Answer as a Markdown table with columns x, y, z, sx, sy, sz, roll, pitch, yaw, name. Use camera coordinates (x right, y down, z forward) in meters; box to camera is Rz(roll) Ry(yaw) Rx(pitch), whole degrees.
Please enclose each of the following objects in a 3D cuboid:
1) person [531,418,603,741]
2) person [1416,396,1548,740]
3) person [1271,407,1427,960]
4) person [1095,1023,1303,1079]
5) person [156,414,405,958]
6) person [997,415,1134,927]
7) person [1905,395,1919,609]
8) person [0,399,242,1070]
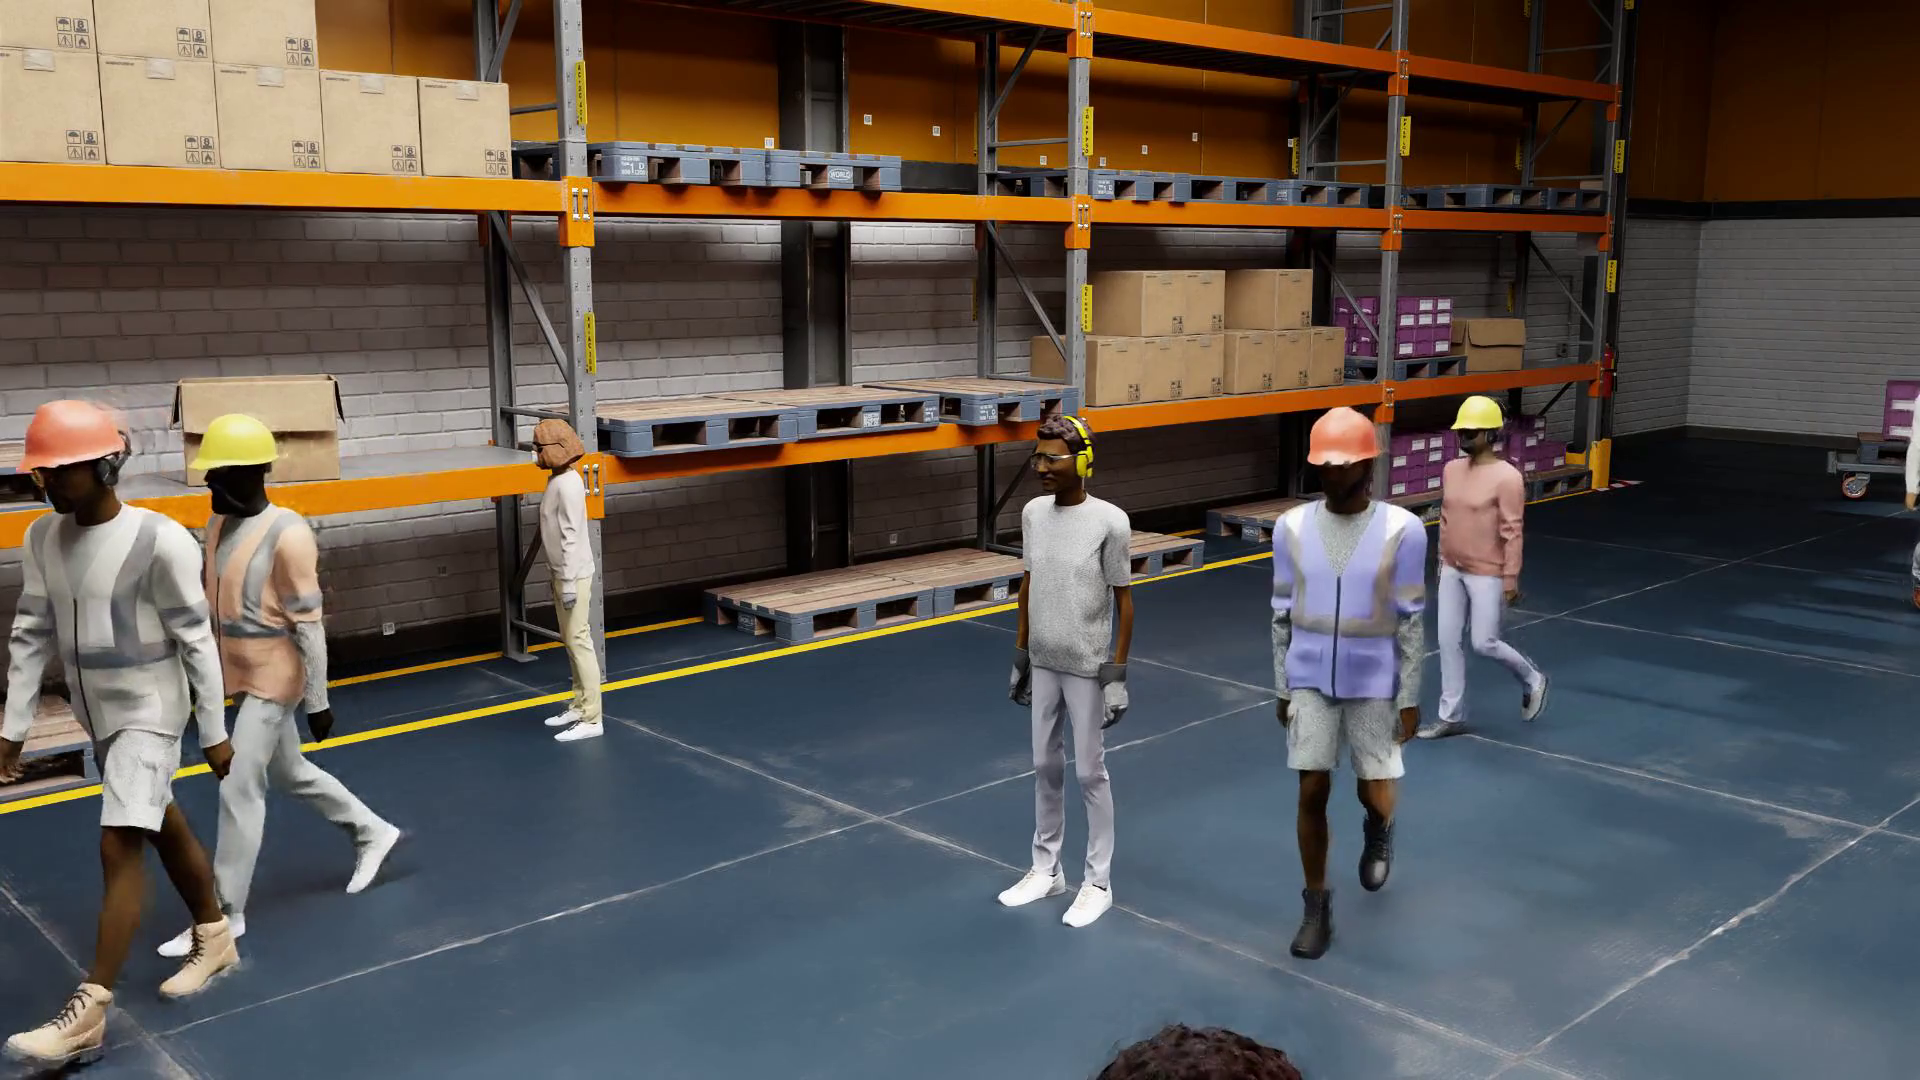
| x | y | z | sx | sy | sz | roll | pitch | yaw | name |
| --- | --- | --- | --- | --- | --- | --- | --- | --- | --- |
| -1.999 | 0.193 | 8.428 | 0.285 | 1.626 | 0.500 | -4 | 10 | -22 | person |
| 2.647 | 0.143 | 8.366 | 0.641 | 1.749 | 0.529 | -5 | 11 | -25 | person |
| 1.378 | 0.474 | 5.908 | 0.543 | 1.923 | 0.668 | 4 | 11 | 24 | person |
| 0.192 | 1.264 | 1.377 | 0.596 | 1.897 | 0.493 | 4 | 10 | 20 | person |
| -2.473 | 0.474 | 6.019 | 0.594 | 1.897 | 0.933 | 9 | 13 | 42 | person |
| 0.389 | 0.471 | 6.083 | 0.533 | 1.869 | 0.311 | 9 | 13 | 42 | person |
| 6.465 | -0.359 | 10.789 | 0.647 | 1.921 | 0.776 | 3 | 10 | 16 | person |
| -2.668 | 0.573 | 5.118 | 0.611 | 1.989 | 1.031 | 4 | 11 | 24 | person |
